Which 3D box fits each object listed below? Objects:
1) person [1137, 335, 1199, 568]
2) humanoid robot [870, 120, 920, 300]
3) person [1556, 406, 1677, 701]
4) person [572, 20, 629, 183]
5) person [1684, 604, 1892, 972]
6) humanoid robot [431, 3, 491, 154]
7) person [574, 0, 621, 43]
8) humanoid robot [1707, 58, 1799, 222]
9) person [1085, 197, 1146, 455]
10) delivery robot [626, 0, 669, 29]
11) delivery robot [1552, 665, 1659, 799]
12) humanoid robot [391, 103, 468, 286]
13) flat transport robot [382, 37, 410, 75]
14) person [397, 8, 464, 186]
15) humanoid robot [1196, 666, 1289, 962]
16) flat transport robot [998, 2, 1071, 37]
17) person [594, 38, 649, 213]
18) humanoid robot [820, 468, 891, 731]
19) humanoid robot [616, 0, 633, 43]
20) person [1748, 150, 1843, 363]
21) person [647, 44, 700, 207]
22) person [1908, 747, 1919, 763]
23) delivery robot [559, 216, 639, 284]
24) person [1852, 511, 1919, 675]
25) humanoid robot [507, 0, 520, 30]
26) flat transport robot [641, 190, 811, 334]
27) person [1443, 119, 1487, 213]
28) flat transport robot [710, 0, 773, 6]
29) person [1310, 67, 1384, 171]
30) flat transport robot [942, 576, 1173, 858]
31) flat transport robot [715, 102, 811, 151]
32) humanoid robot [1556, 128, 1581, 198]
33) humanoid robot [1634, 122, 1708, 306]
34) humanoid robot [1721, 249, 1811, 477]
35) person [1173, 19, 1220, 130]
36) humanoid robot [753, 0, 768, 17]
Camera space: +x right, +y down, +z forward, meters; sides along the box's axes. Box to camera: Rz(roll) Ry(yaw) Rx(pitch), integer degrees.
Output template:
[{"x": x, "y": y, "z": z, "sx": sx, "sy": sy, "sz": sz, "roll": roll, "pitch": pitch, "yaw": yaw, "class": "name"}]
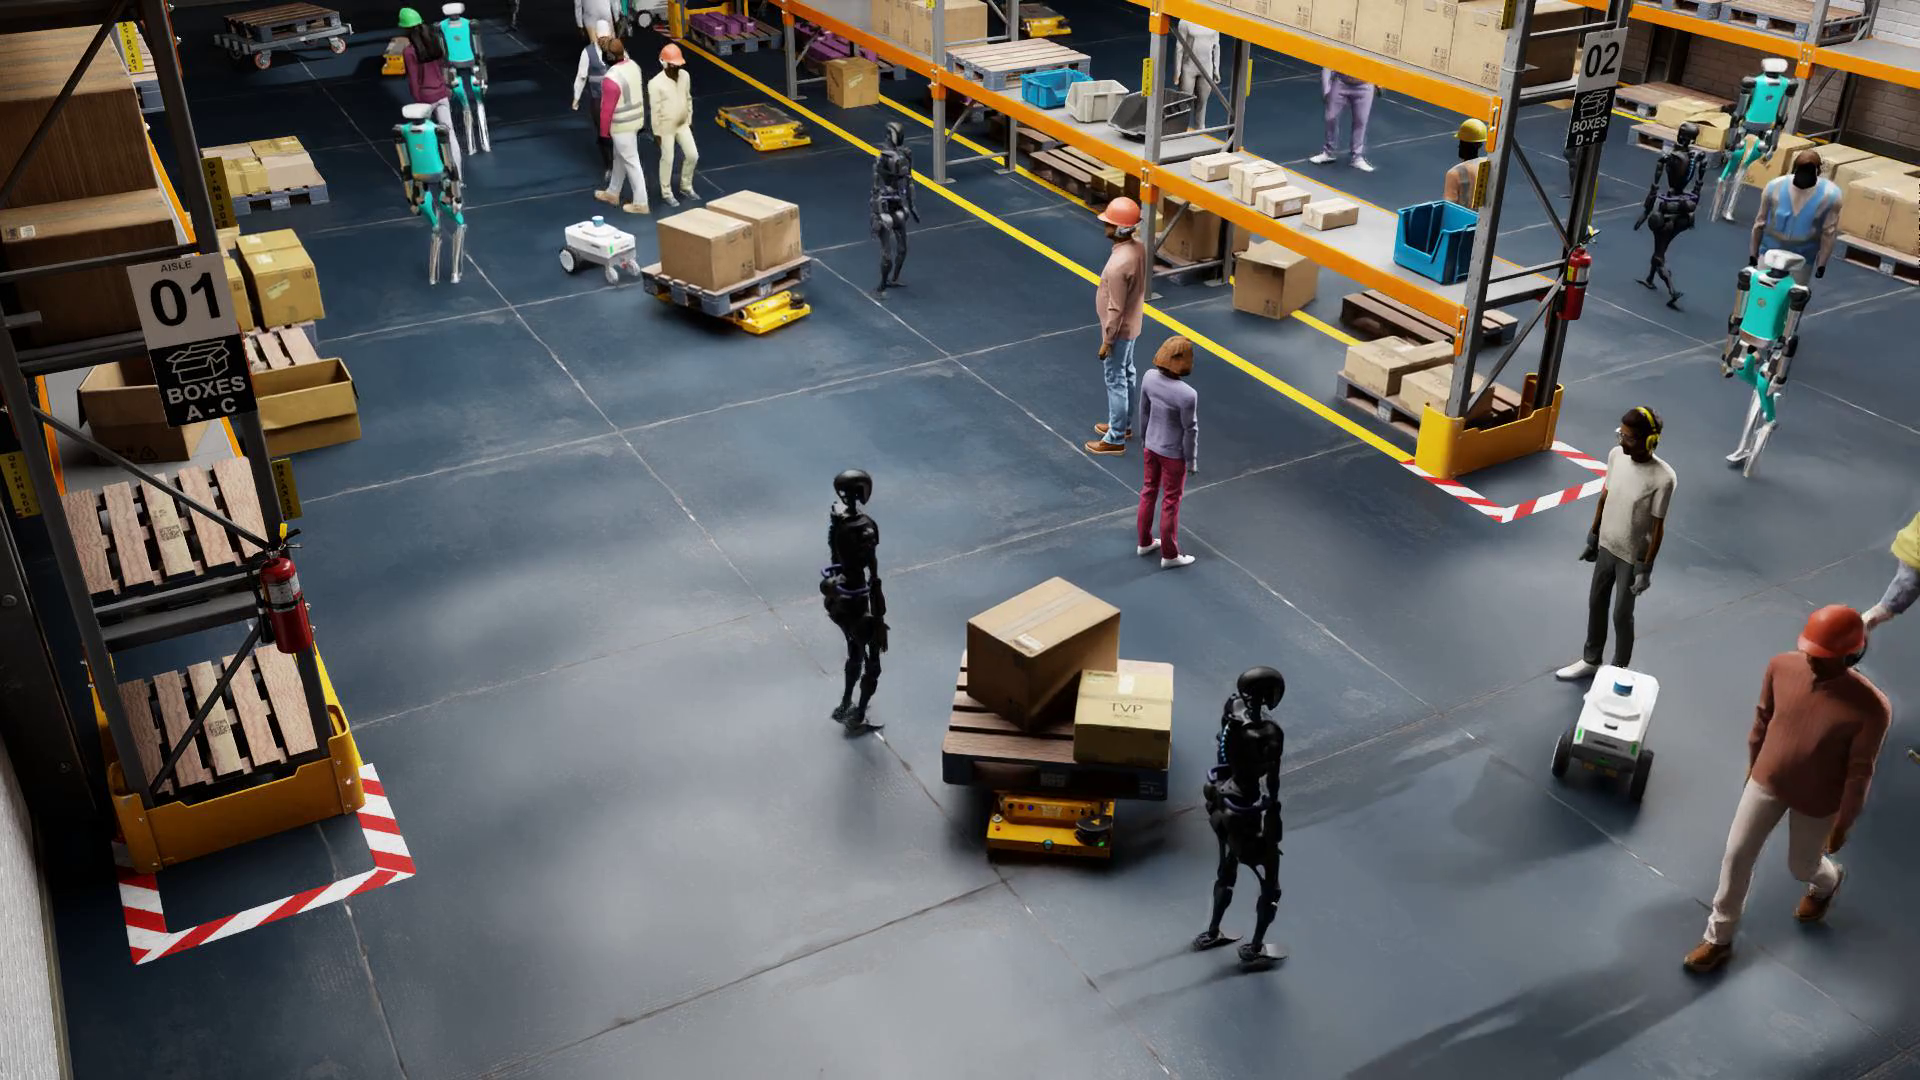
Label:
[{"x": 1.384, "y": -0.591, "z": 11.066, "sx": 0.286, "sy": 1.632, "sz": 0.499, "roll": -20, "pitch": 35, "yaw": -30, "class": "person"}, {"x": -0.618, "y": -3.039, "z": 15.280, "sx": 0.322, "sy": 1.647, "sz": 0.589, "roll": 21, "pitch": 36, "yaw": 32, "class": "humanoid robot"}, {"x": 3.838, "y": 0.080, "z": 9.683, "sx": 0.344, "sy": 1.857, "sz": 0.520, "roll": -12, "pitch": 32, "yaw": -20, "class": "person"}, {"x": -3.887, "y": -4.823, "z": 18.333, "sx": 0.753, "sy": 1.727, "sz": 0.809, "roll": -7, "pitch": 31, "yaw": -13, "class": "person"}, {"x": 3.943, "y": 1.125, "z": 7.770, "sx": 0.909, "sy": 1.951, "sz": 0.615, "roll": -20, "pitch": 36, "yaw": -31, "class": "person"}, {"x": -5.702, "y": -5.339, "z": 19.220, "sx": 0.532, "sy": 1.790, "sz": 0.704, "roll": -5, "pitch": 30, "yaw": -8, "class": "humanoid robot"}, {"x": -4.761, "y": -6.839, "z": 21.841, "sx": 0.583, "sy": 1.729, "sz": 0.691, "roll": -17, "pitch": 34, "yaw": -27, "class": "person"}, {"x": 8.073, "y": -4.071, "z": 17.082, "sx": 0.547, "sy": 1.838, "sz": 0.760, "roll": 3, "pitch": 30, "yaw": 6, "class": "humanoid robot"}, {"x": 1.183, "y": -1.599, "z": 12.461, "sx": 0.374, "sy": 1.997, "sz": 0.613, "roll": 10, "pitch": 31, "yaw": 17, "class": "person"}, {"x": -4.699, "y": -8.061, "z": 25.167, "sx": 0.809, "sy": 0.606, "sz": 0.499, "roll": -20, "pitch": 35, "yaw": -31, "class": "delivery robot"}, {"x": 3.658, "y": 1.050, "z": 9.312, "sx": 0.499, "sy": 0.612, "sz": 0.809, "roll": 15, "pitch": 33, "yaw": 25, "class": "delivery robot"}, {"x": -4.884, "y": -3.255, "z": 15.607, "sx": 0.542, "sy": 1.798, "sz": 0.674, "roll": 1, "pitch": 30, "yaw": 2, "class": "humanoid robot"}, {"x": -7.632, "y": -6.758, "z": 23.174, "sx": 0.659, "sy": 0.231, "sz": 1.431, "roll": -5, "pitch": 30, "yaw": -8, "class": "flat transport robot"}, {"x": -5.880, "y": -4.872, "z": 18.250, "sx": 0.994, "sy": 1.902, "sz": 0.506, "roll": 25, "pitch": 38, "yaw": 37, "class": "person"}, {"x": 1.371, "y": 1.264, "z": 7.796, "sx": 0.423, "sy": 1.653, "sz": 0.607, "roll": -9, "pitch": 31, "yaw": -15, "class": "humanoid robot"}, {"x": 1.110, "y": -7.852, "z": 25.079, "sx": 0.659, "sy": 0.231, "sz": 1.431, "roll": -9, "pitch": 31, "yaw": -16, "class": "flat transport robot"}, {"x": -3.652, "y": -4.328, "z": 17.388, "sx": 0.778, "sy": 1.813, "sz": 0.641, "roll": 7, "pitch": 31, "yaw": 12, "class": "person"}, {"x": -0.587, "y": 0.342, "z": 9.396, "sx": 0.326, "sy": 1.649, "sz": 0.590, "roll": -17, "pitch": 34, "yaw": -27, "class": "humanoid robot"}, {"x": -4.873, "y": -7.917, "z": 23.765, "sx": 0.537, "sy": 1.721, "sz": 1.014, "roll": -3, "pitch": 30, "yaw": -6, "class": "humanoid robot"}, {"x": 7.018, "y": -2.437, "z": 14.092, "sx": 0.641, "sy": 1.823, "sz": 0.668, "roll": 16, "pitch": 33, "yaw": 25, "class": "person"}, {"x": -3.014, "y": -4.374, "z": 17.568, "sx": 0.449, "sy": 1.724, "sz": 0.568, "roll": 21, "pitch": 36, "yaw": 32, "class": "person"}, {"x": 5.948, "y": 0.491, "z": 8.915, "sx": 1.048, "sy": 1.902, "sz": 0.606, "roll": -3, "pitch": 30, "yaw": -5, "class": "person"}, {"x": -3.472, "y": -2.826, "z": 16.040, "sx": 0.789, "sy": 0.593, "sz": 0.499, "roll": 22, "pitch": 36, "yaw": 33, "class": "delivery robot"}, {"x": 5.614, "y": 0.133, "z": 9.615, "sx": 0.984, "sy": 1.831, "sz": 0.484, "roll": 19, "pitch": 35, "yaw": 29, "class": "person"}, {"x": -6.758, "y": -8.465, "z": 24.774, "sx": 0.608, "sy": 1.640, "sz": 0.739, "roll": 3, "pitch": 30, "yaw": 5, "class": "humanoid robot"}, {"x": -2.122, "y": -2.238, "z": 15.306, "sx": 1.431, "sy": 0.231, "sz": 0.659, "roll": 22, "pitch": 37, "yaw": 34, "class": "flat transport robot"}, {"x": 4.327, "y": -2.691, "z": 14.431, "sx": 0.586, "sy": 1.927, "sz": 0.363, "roll": -21, "pitch": 36, "yaw": -32, "class": "person"}, {"x": -3.262, "y": -8.764, "z": 26.666, "sx": 1.431, "sy": 0.231, "sz": 0.659, "roll": 7, "pitch": 31, "yaw": 12, "class": "flat transport robot"}, {"x": 4.402, "y": -5.075, "z": 18.656, "sx": 0.734, "sy": 1.863, "sz": 0.395, "roll": 7, "pitch": 31, "yaw": 12, "class": "person"}, {"x": 0.554, "y": 1.223, "z": 9.280, "sx": 0.659, "sy": 0.231, "sz": 1.431, "roll": 4, "pitch": 30, "yaw": 7, "class": "flat transport robot"}, {"x": -2.402, "y": -5.012, "z": 20.135, "sx": 0.659, "sy": 0.231, "sz": 1.431, "roll": -15, "pitch": 33, "yaw": -25, "class": "flat transport robot"}, {"x": 6.683, "y": -4.472, "z": 17.784, "sx": 0.386, "sy": 1.651, "sz": 0.588, "roll": 14, "pitch": 33, "yaw": 22, "class": "humanoid robot"}, {"x": 6.572, "y": -2.998, "z": 15.277, "sx": 0.591, "sy": 1.651, "sz": 0.772, "roll": -8, "pitch": 31, "yaw": -13, "class": "humanoid robot"}, {"x": 5.968, "y": -1.297, "z": 12.239, "sx": 0.738, "sy": 1.825, "sz": 0.542, "roll": -18, "pitch": 34, "yaw": -28, "class": "humanoid robot"}, {"x": 2.738, "y": -5.458, "z": 19.282, "sx": 0.559, "sy": 1.896, "sz": 0.356, "roll": -7, "pitch": 31, "yaw": -11, "class": "person"}, {"x": -3.039, "y": -8.891, "z": 25.517, "sx": 0.697, "sy": 1.884, "sz": 0.547, "roll": 1, "pitch": 30, "yaw": 2, "class": "humanoid robot"}]
